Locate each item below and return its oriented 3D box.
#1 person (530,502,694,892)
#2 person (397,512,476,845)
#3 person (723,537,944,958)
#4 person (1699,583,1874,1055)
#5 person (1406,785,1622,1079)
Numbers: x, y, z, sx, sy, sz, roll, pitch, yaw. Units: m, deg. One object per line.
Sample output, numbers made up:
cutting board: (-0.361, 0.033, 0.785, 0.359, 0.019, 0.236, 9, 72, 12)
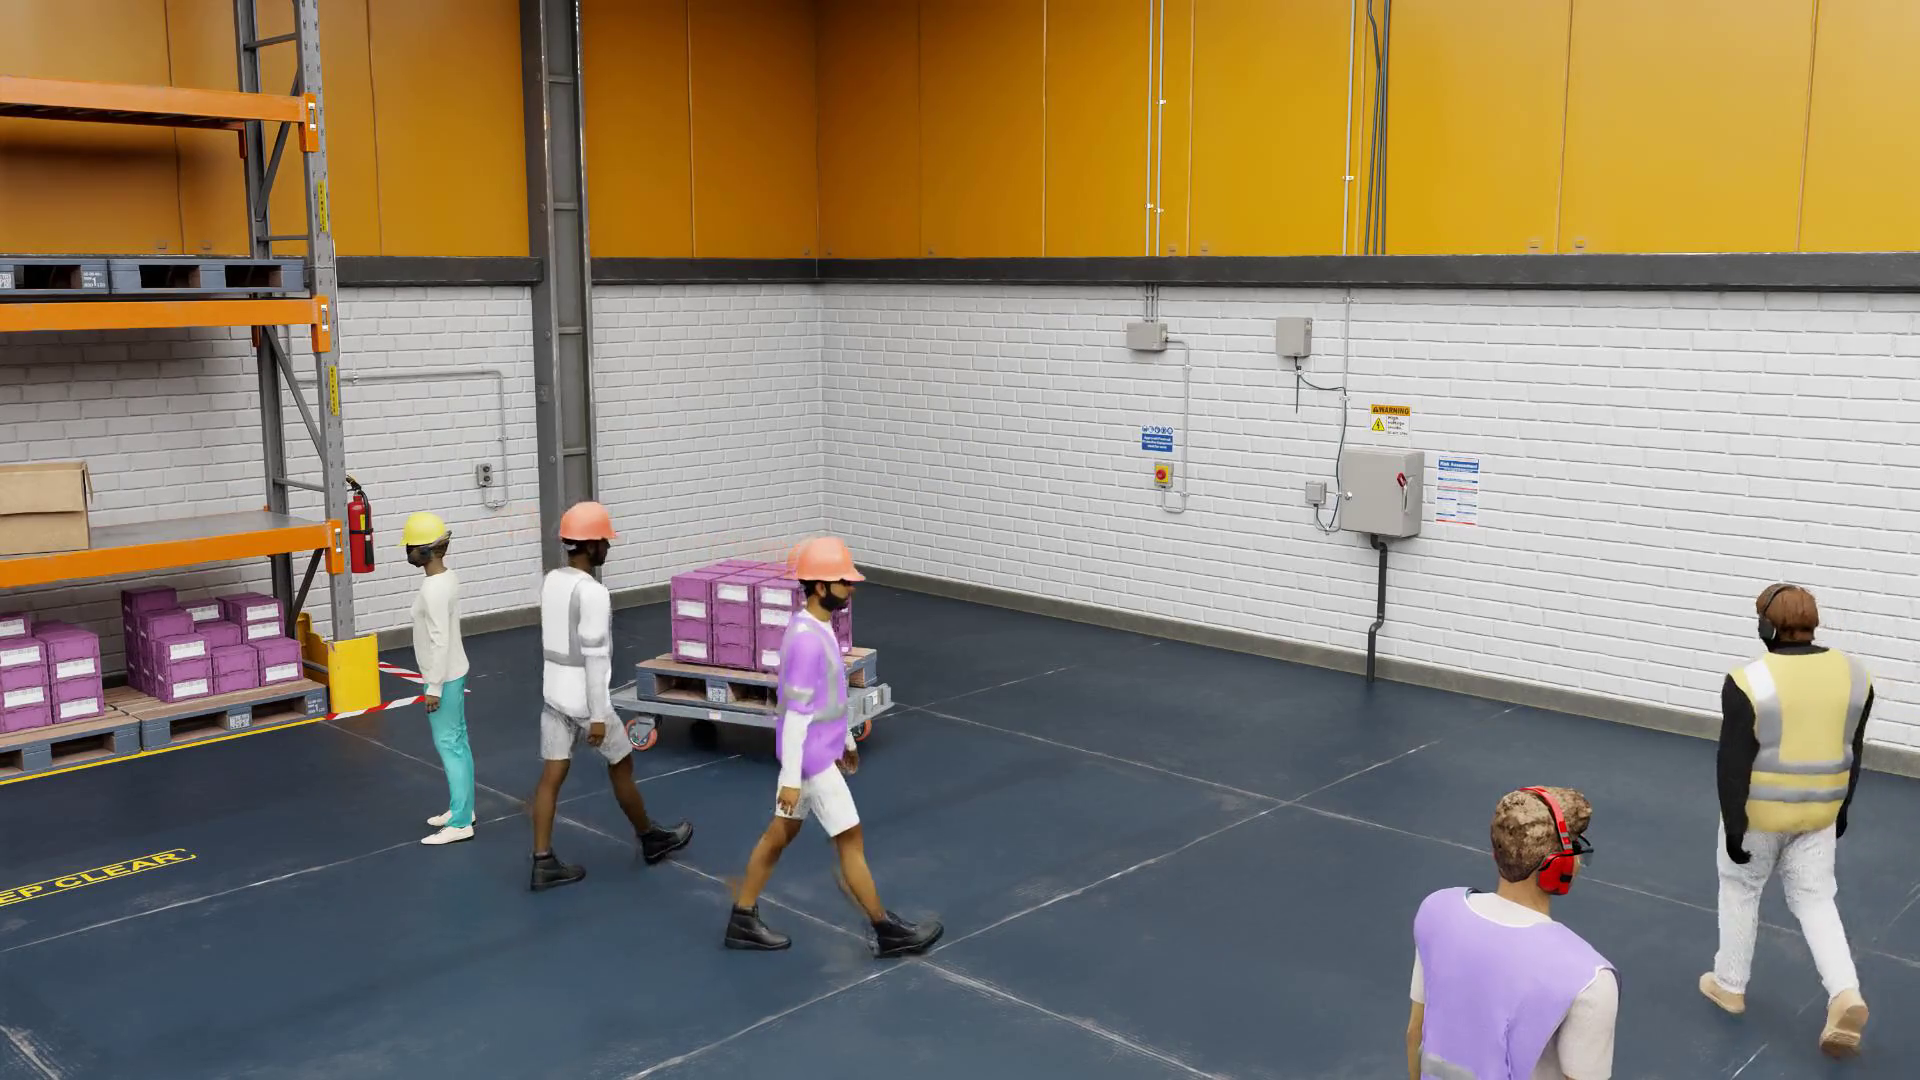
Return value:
person: (-1.781, 0.749, 8.261, 0.566, 1.893, 0.948, 9, 13, 44)
person: (-2.772, 0.728, 8.807, 0.328, 1.765, 0.532, -2, 9, -10)
person: (-0.602, 0.918, 7.279, 0.998, 1.885, 0.587, -1, 9, -3)
person: (3.266, 1.076, 6.527, 0.628, 1.816, 0.781, -1, 9, -4)
person: (1.281, 1.481, 3.938, 0.375, 1.844, 0.567, -5, 11, -29)
